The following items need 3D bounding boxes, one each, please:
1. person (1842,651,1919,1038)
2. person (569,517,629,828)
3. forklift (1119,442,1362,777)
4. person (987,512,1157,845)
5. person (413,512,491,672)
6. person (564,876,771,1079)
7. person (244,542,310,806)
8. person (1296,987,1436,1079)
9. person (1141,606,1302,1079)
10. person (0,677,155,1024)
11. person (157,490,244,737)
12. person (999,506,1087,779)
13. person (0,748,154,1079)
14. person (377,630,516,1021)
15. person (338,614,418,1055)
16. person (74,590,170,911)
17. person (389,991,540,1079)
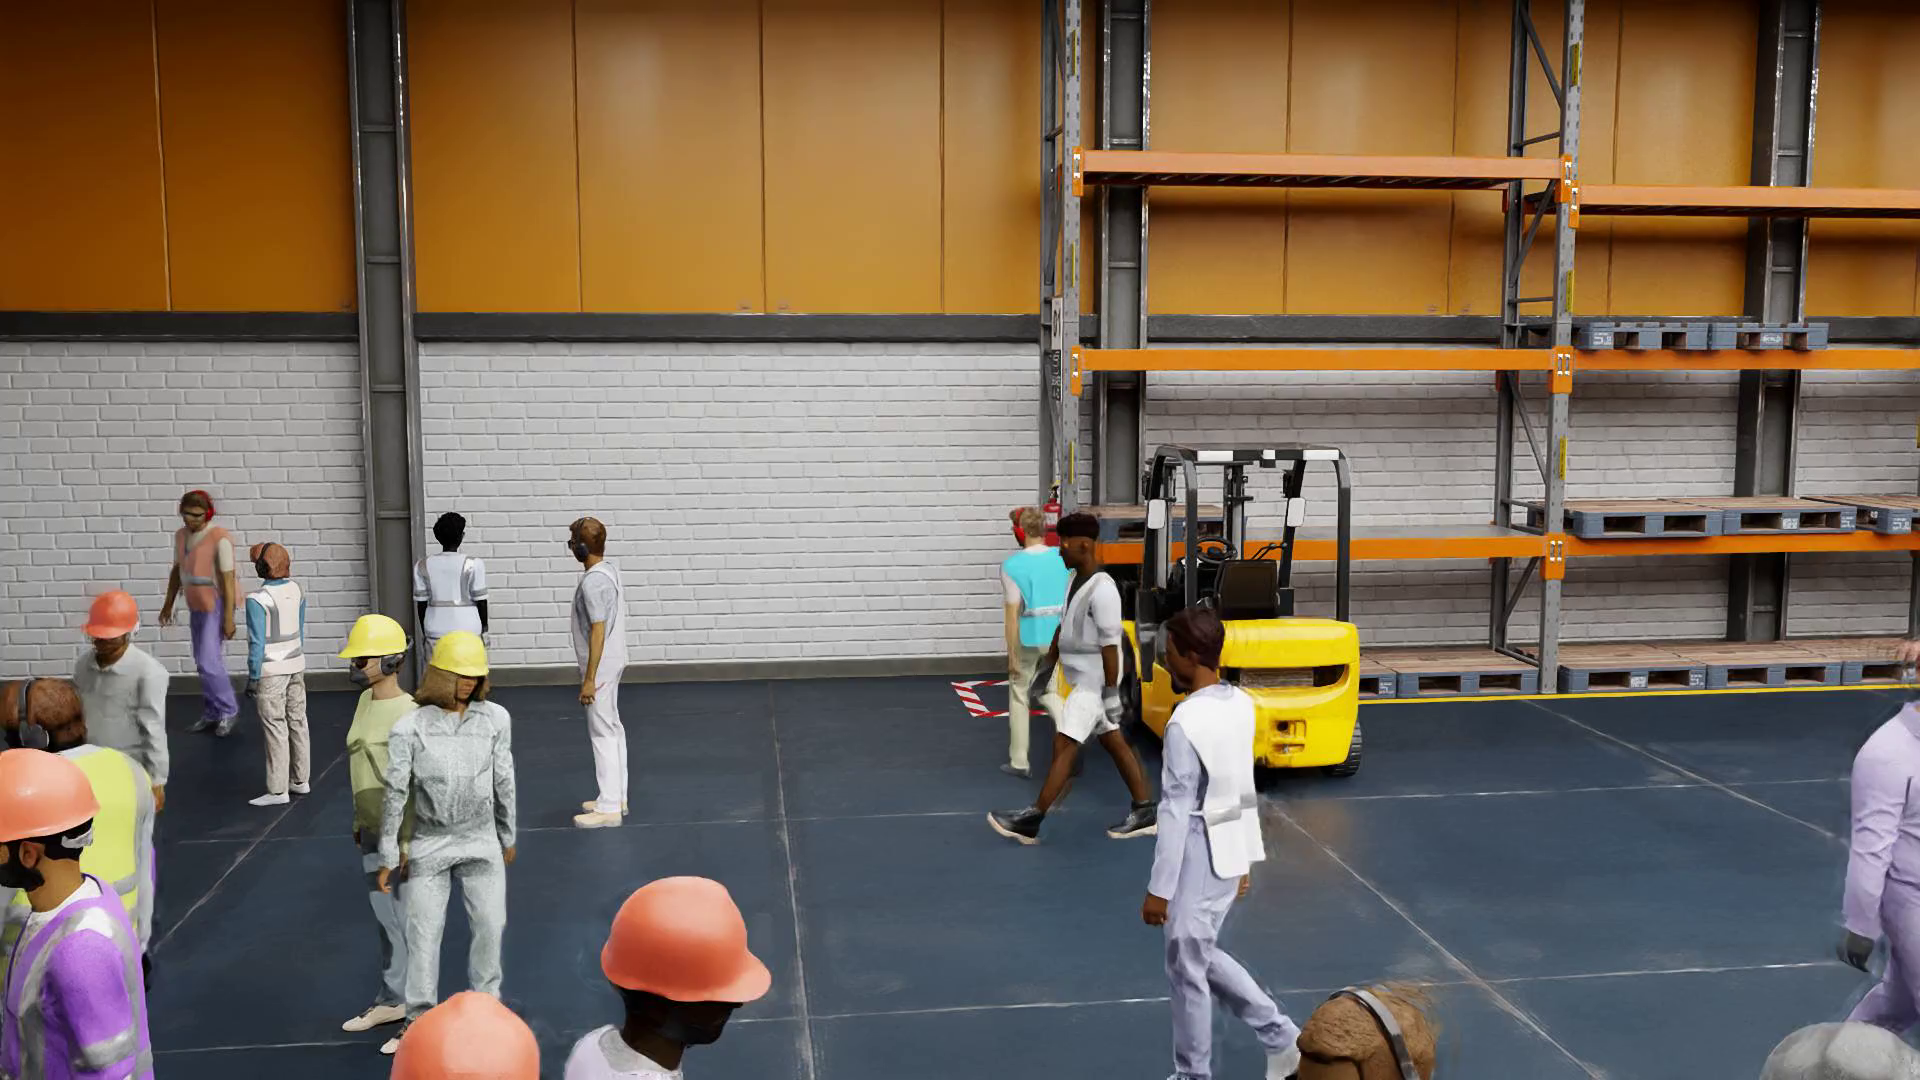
[{"bbox_3d":[3.329,1.246,5.706,0.654,1.866,0.971,-3,7,-27],"label":"person"},{"bbox_3d":[-2.145,0.778,9.863,0.326,1.841,0.513,0,7,0],"label":"person"},{"bbox_3d":[1.912,0.418,11.496,1.214,2.155,2.313,-1,7,-8],"label":"forklift"},{"bbox_3d":[0.688,0.793,9.513,1.029,1.896,0.593,-1,7,-6],"label":"person"},{"bbox_3d":[-3.528,0.652,11.597,0.531,1.698,0.320,1,7,5],"label":"person"},{"bbox_3d":[-0.652,1.539,3.054,0.926,1.893,0.553,-3,7,-23],"label":"person"},{"bbox_3d":[-4.238,0.826,10.326,0.307,1.641,0.512,1,7,12],"label":"person"},{"bbox_3d":[0.734,1.599,2.756,0.483,1.827,0.538,-5,8,-38],"label":"person"},{"bbox_3d":[0.940,1.189,6.054,0.558,1.899,0.595,3,7,27],"label":"person"},{"bbox_3d":[-2.795,1.324,5.258,0.807,1.810,0.623,1,7,12],"label":"person"},{"bbox_3d":[-5.534,0.531,12.146,0.768,1.822,0.439,5,8,36],"label":"person"},{"bbox_3d":[0.534,0.686,10.799,0.568,1.812,0.644,-4,7,-29],"label":"person"},{"bbox_3d":[-2.045,1.423,3.821,0.376,1.934,0.547,-4,8,-33],"label":"person"},{"bbox_3d":[-2.020,1.211,6.558,0.585,1.732,0.370,-5,8,-36],"label":"person"},{"bbox_3d":[-2.321,1.174,6.728,0.317,1.769,0.523,-6,9,-43],"label":"person"},{"bbox_3d":[-3.936,1.075,7.804,0.598,1.720,0.458,2,7,20],"label":"person"},{"bbox_3d":[-0.670,1.618,2.419,0.992,1.878,0.582,4,8,32],"label":"person"}]
